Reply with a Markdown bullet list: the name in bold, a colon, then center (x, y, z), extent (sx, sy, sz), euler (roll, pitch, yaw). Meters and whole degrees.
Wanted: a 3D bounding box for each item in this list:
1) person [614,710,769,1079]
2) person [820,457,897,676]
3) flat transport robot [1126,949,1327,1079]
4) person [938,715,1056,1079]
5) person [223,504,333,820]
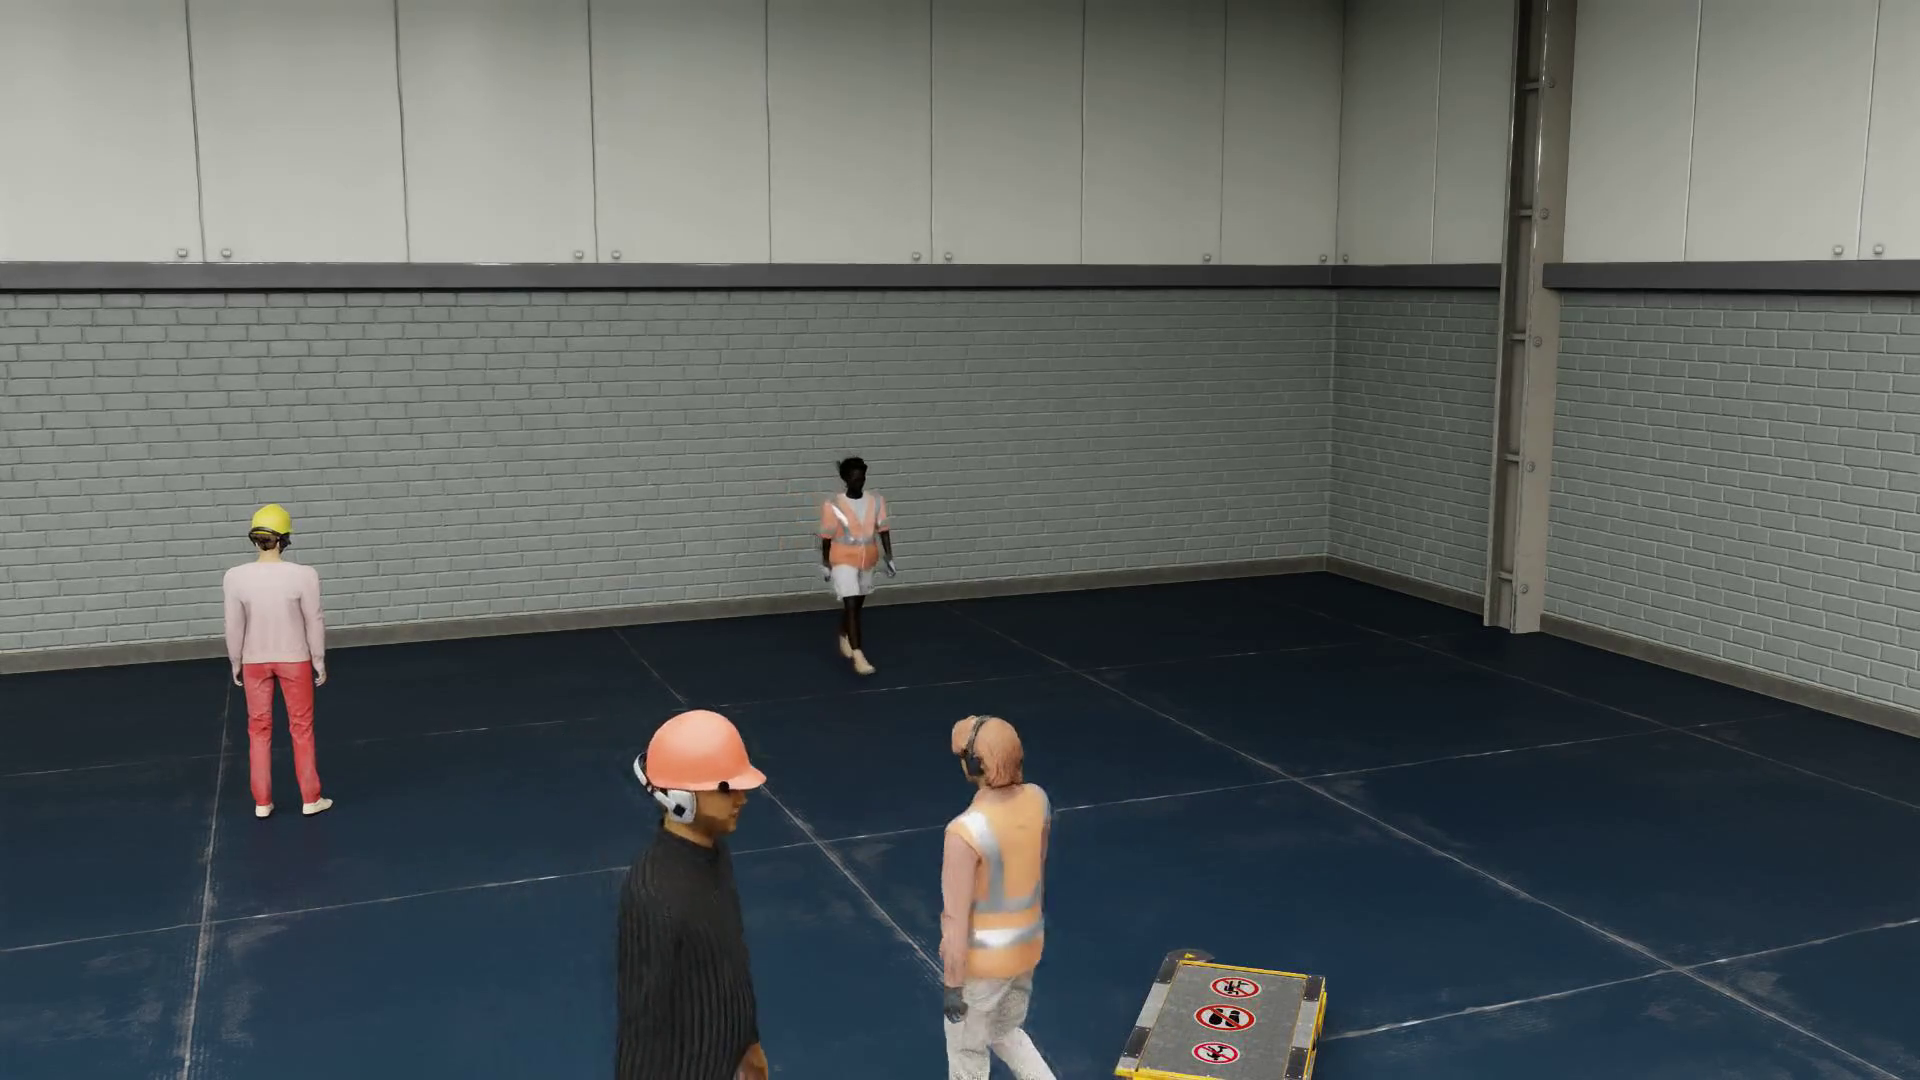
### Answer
- **person**: center (-0.716, 1.383, 4.348), extent (1.016, 1.947, 0.633), euler (1, 9, 4)
- **person**: center (-0.826, 0.168, 12.888), extent (0.534, 1.651, 0.867), euler (-6, 11, -32)
- **flat transport robot**: center (0.988, 1.915, 6.232), extent (0.652, 0.197, 1.431), euler (3, 9, 17)
- **person**: center (0.155, 1.372, 5.393), extent (0.484, 1.624, 0.560), euler (7, 11, 37)
- **person**: center (-3.812, 0.681, 9.297), extent (0.527, 1.767, 0.331), euler (-1, 9, -6)
